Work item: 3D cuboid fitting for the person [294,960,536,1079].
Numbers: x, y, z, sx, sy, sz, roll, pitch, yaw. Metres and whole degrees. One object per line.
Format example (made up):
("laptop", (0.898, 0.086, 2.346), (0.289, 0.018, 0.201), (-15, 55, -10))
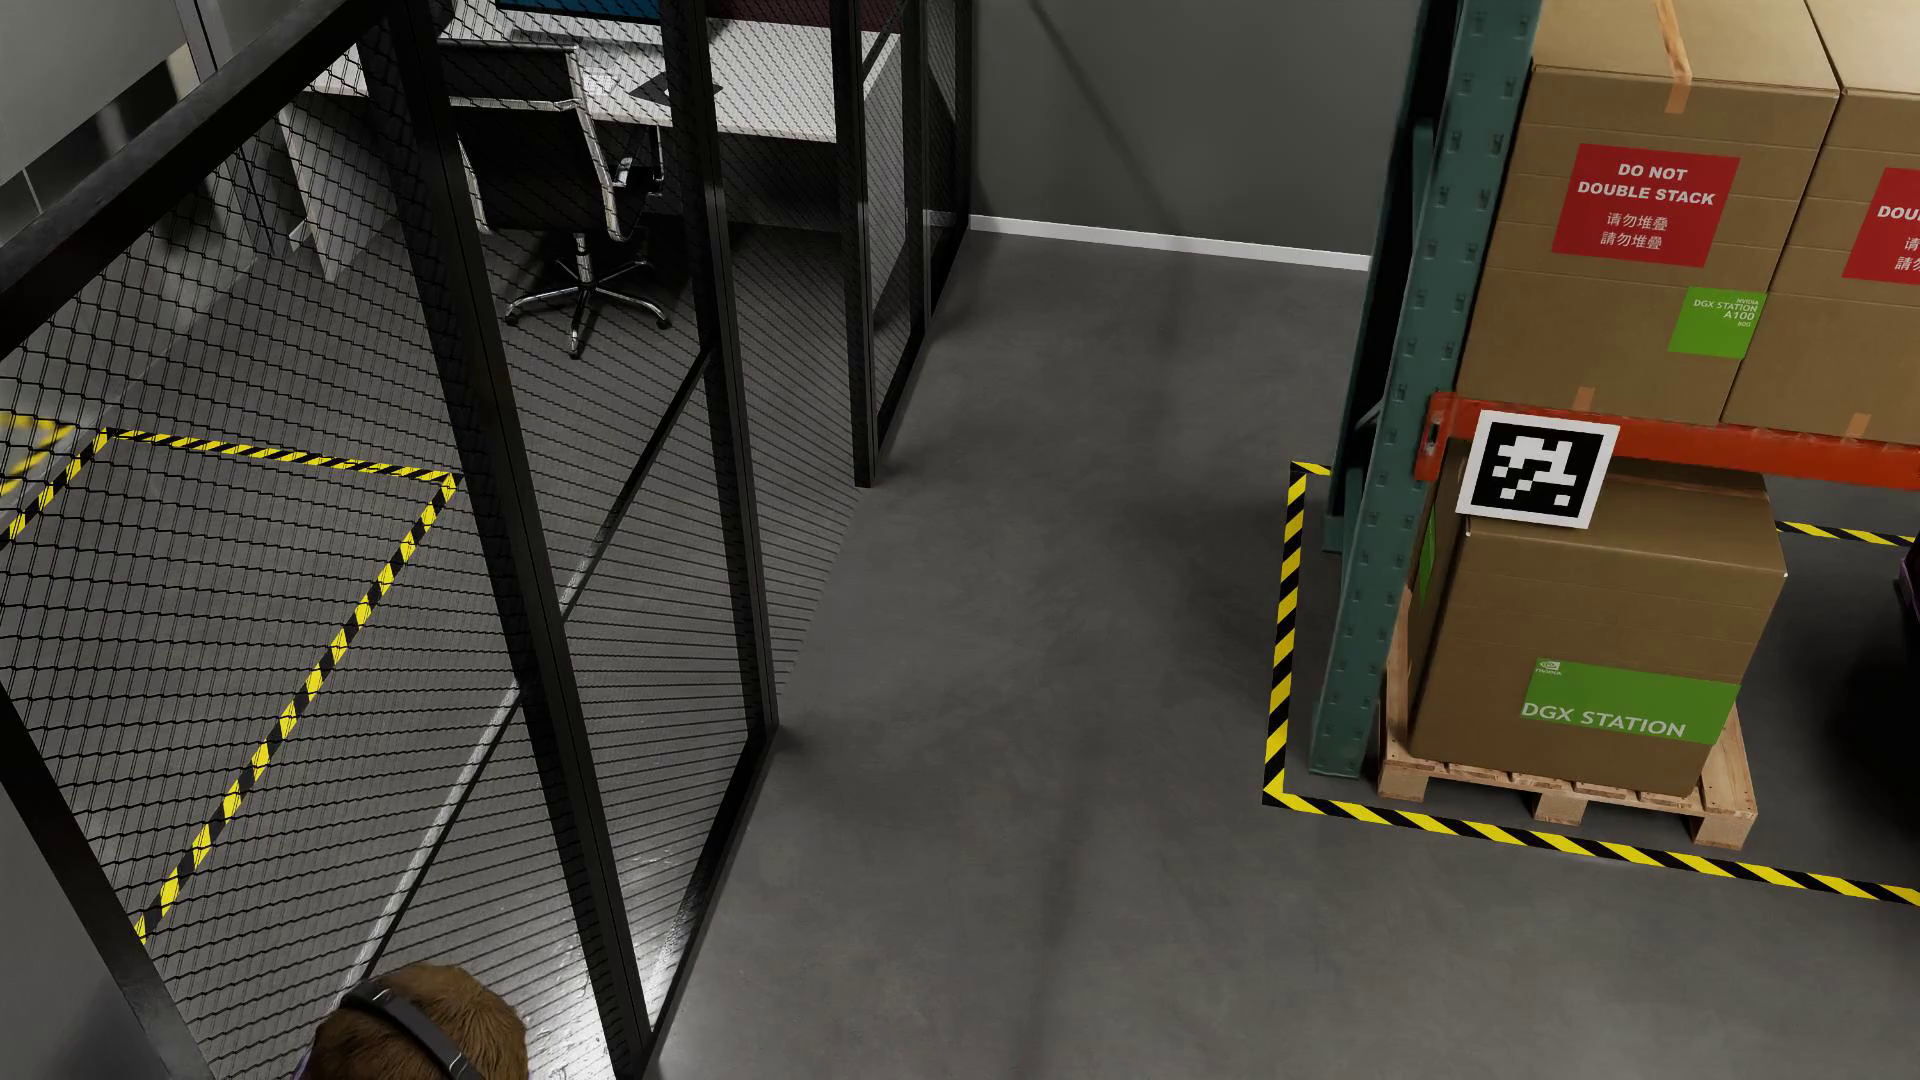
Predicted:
("person", (-0.518, 1.155, 2.167), (0.627, 1.941, 0.370), (19, 45, 21))
